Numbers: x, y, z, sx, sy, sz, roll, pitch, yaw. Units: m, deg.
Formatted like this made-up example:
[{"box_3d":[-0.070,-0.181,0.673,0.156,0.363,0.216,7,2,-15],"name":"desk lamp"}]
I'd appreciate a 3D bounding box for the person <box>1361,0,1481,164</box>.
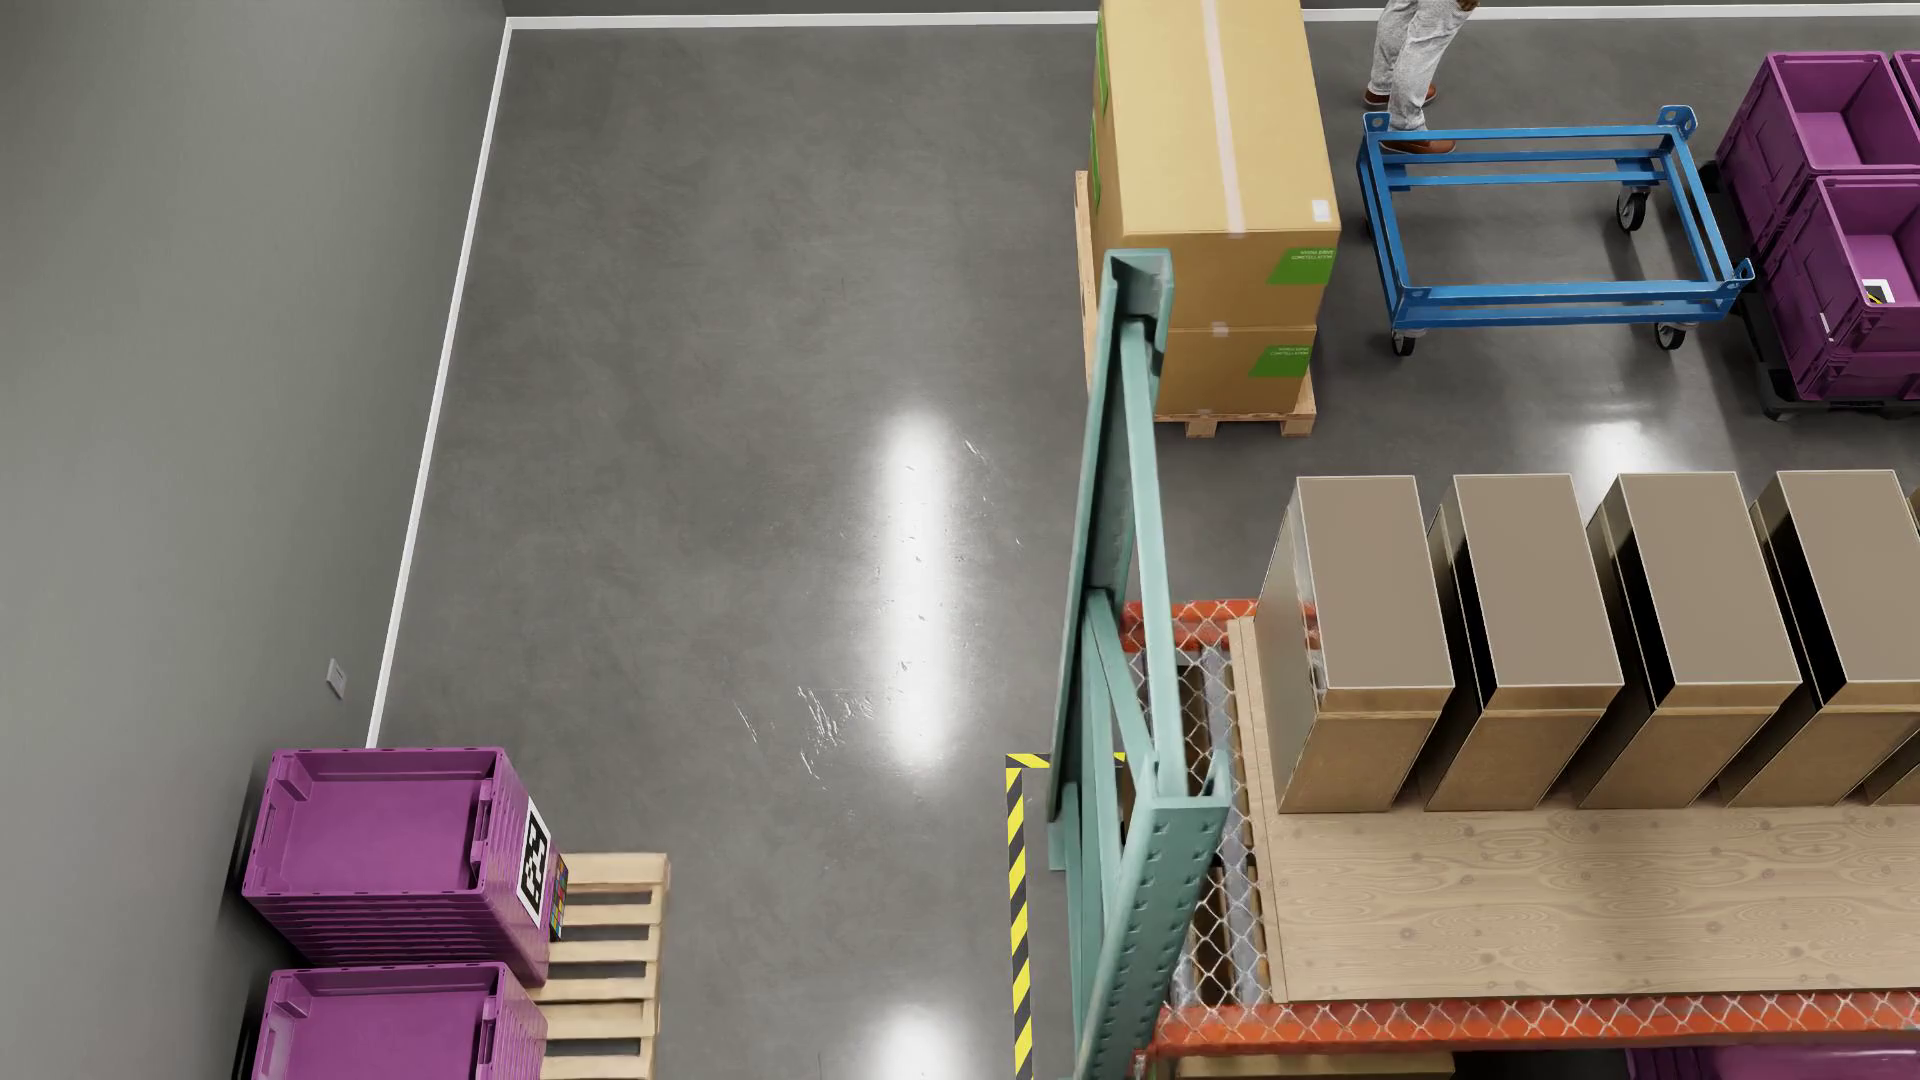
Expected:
[{"box_3d":[1.821,-2.235,6.073,0.371,1.940,0.630,-3,58,-2],"name":"person"}]
